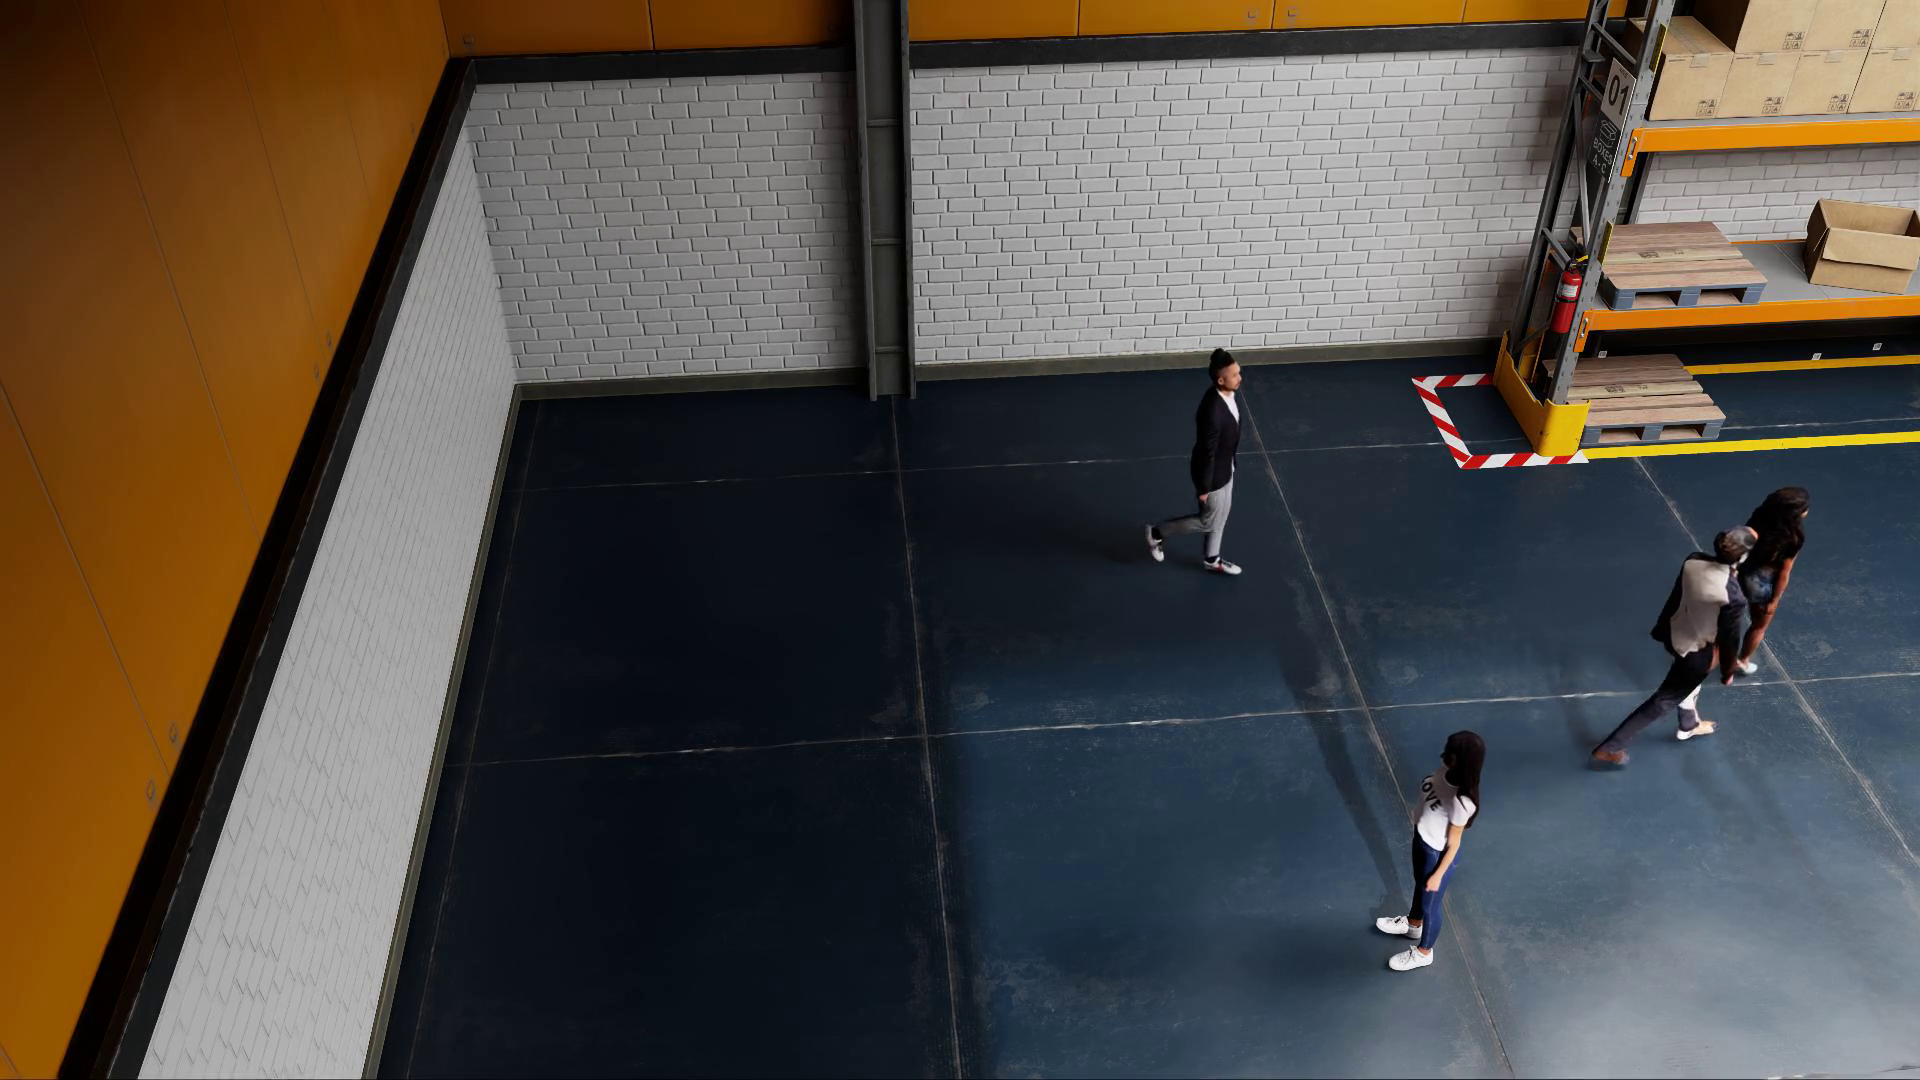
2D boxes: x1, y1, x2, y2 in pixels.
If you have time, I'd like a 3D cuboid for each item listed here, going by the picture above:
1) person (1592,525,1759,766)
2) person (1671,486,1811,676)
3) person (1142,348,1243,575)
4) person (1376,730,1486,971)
[{"bbox_3d":[4.470,0.706,10.356,1.240,1.848,0.800,-7,39,-9],"label":"person"},{"bbox_3d":[5.220,0.309,11.047,0.931,1.606,0.655,-9,39,-11],"label":"person"},{"bbox_3d":[1.719,-0.554,11.862,1.111,1.937,0.958,12,40,15],"label":"person"},{"bbox_3d":[2.634,1.699,9.170,0.540,1.776,0.604,1,39,1],"label":"person"}]
